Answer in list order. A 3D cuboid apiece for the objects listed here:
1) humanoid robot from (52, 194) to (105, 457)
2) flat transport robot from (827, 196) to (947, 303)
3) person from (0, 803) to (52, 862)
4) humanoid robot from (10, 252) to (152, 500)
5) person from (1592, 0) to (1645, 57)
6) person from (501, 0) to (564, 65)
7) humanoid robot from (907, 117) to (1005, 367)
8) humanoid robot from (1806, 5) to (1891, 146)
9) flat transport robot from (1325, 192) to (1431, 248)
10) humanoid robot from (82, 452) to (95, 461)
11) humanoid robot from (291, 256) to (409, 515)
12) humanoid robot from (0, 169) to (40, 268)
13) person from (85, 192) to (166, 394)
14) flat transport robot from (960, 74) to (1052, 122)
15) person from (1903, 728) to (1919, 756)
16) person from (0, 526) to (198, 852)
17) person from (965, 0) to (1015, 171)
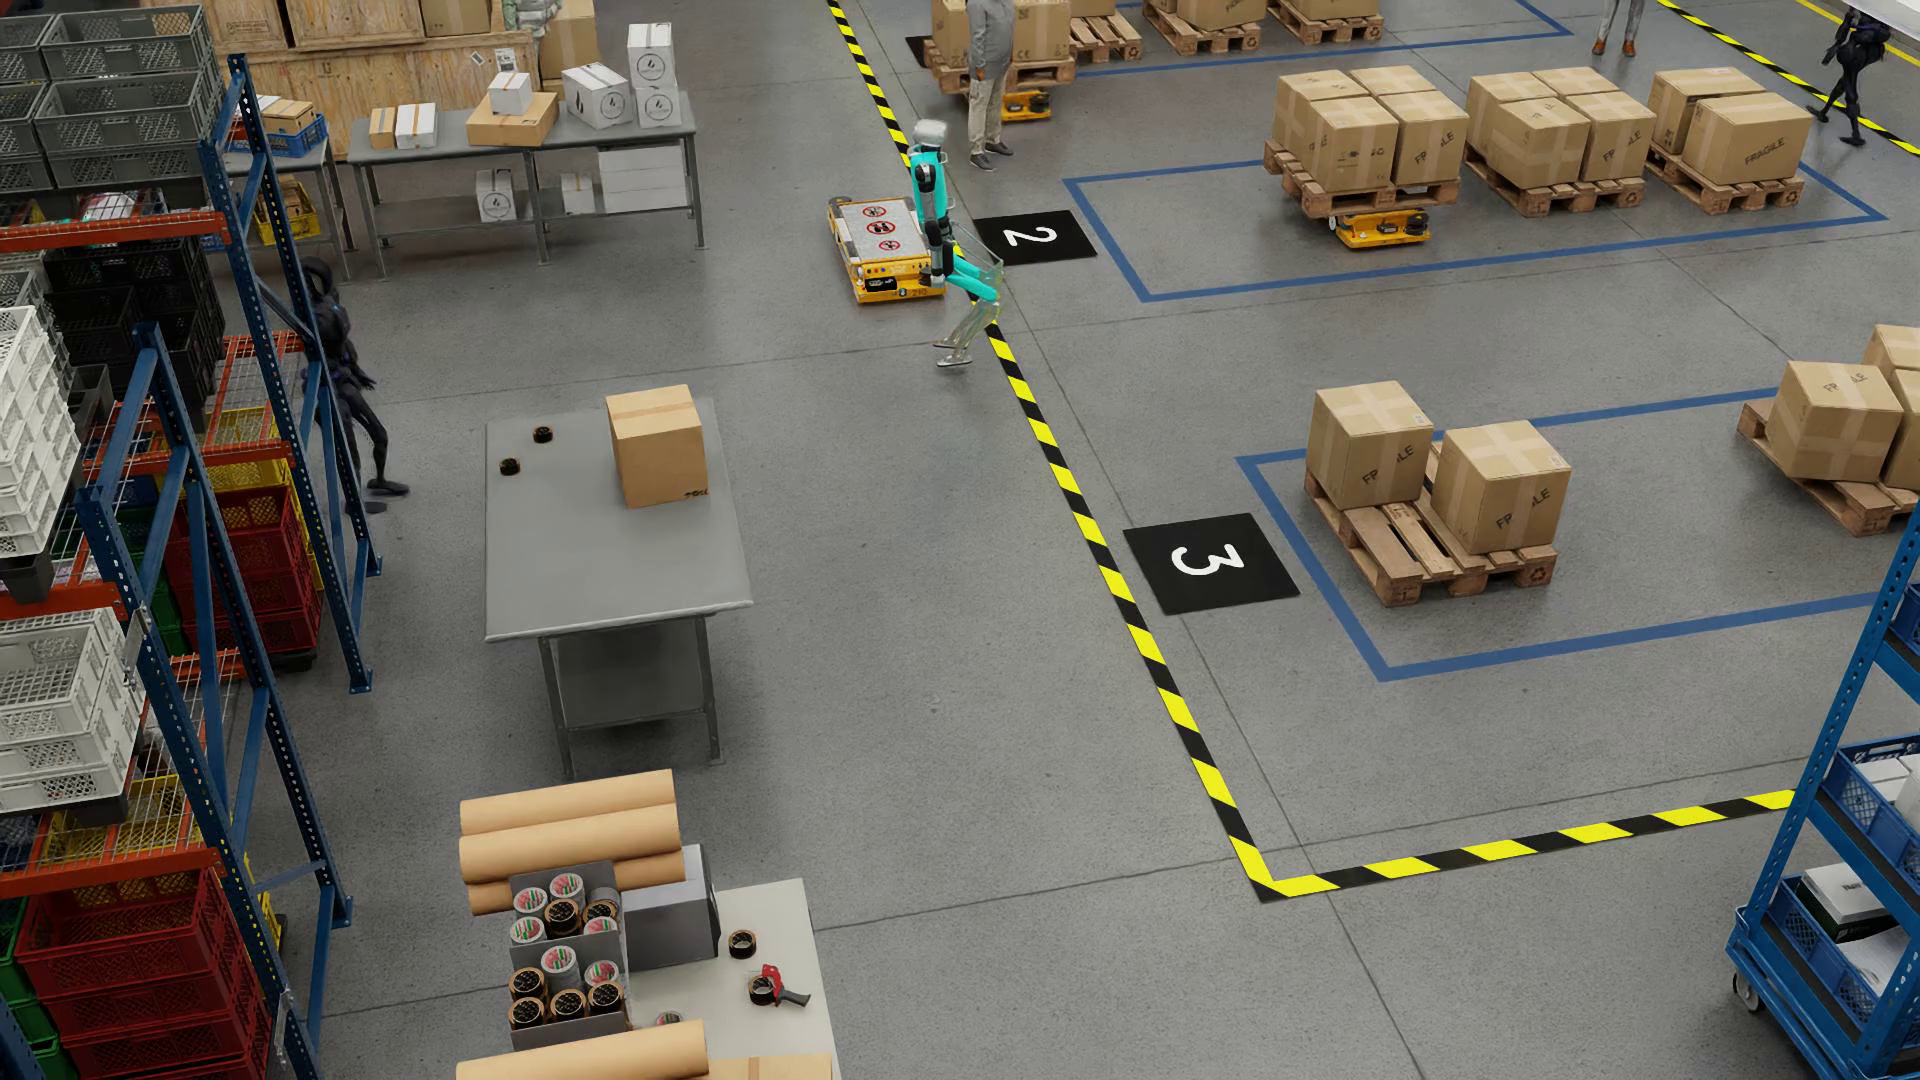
[{"bbox_3d":[-5.431,-1.259,10.041,0.804,1.793,0.530,-17,40,-21],"label":"humanoid robot"},{"bbox_3d":[-0.570,-2.220,12.538,0.659,0.231,1.431,-8,37,-10],"label":"flat transport robot"},{"bbox_3d":[-4.574,0.793,7.199,0.582,1.812,0.678,12,38,15],"label":"person"},{"bbox_3d":[-4.934,-0.909,9.543,0.840,1.750,0.554,-15,39,-20],"label":"humanoid robot"},{"bbox_3d":[6.353,-5.473,15.556,0.587,1.883,0.384,9,38,12],"label":"person"},{"bbox_3d":[-3.543,-4.297,13.933,0.412,1.939,0.602,24,43,29],"label":"person"},{"bbox_3d":[0.034,-1.912,10.782,0.735,1.675,0.533,-1,37,-1],"label":"humanoid robot"},{"bbox_3d":[7.637,-4.231,14.104,0.612,1.624,0.785,-14,39,-18],"label":"humanoid robot"},{"bbox_3d":[3.134,-2.740,13.213,0.652,0.197,1.431,-8,37,-10],"label":"flat transport robot"},{"bbox_3d":[-5.395,-0.909,9.580,0.999,1.748,0.546,-6,37,-8],"label":"humanoid robot"},{"bbox_3d":[-3.545,-0.865,9.532,0.350,1.647,0.613,-1,37,-1],"label":"humanoid robot"},{"bbox_3d":[-6.075,-1.782,10.773,0.382,1.652,0.589,-17,40,-22],"label":"humanoid robot"},{"bbox_3d":[-5.246,-1.536,10.310,0.404,1.827,0.599,10,38,13],"label":"person"},{"bbox_3d":[0.335,-4.172,15.137,0.652,0.197,1.431,-8,37,-10],"label":"flat transport robot"},{"bbox_3d":[4.444,0.736,7.241,0.404,1.848,0.589,-5,37,-7],"label":"person"},{"bbox_3d":[-3.793,0.627,7.227,0.607,2.044,0.367,-16,39,-20],"label":"person"},{"bbox_3d":[0.238,-3.938,13.589,0.399,1.768,0.560,19,41,24],"label":"person"}]
